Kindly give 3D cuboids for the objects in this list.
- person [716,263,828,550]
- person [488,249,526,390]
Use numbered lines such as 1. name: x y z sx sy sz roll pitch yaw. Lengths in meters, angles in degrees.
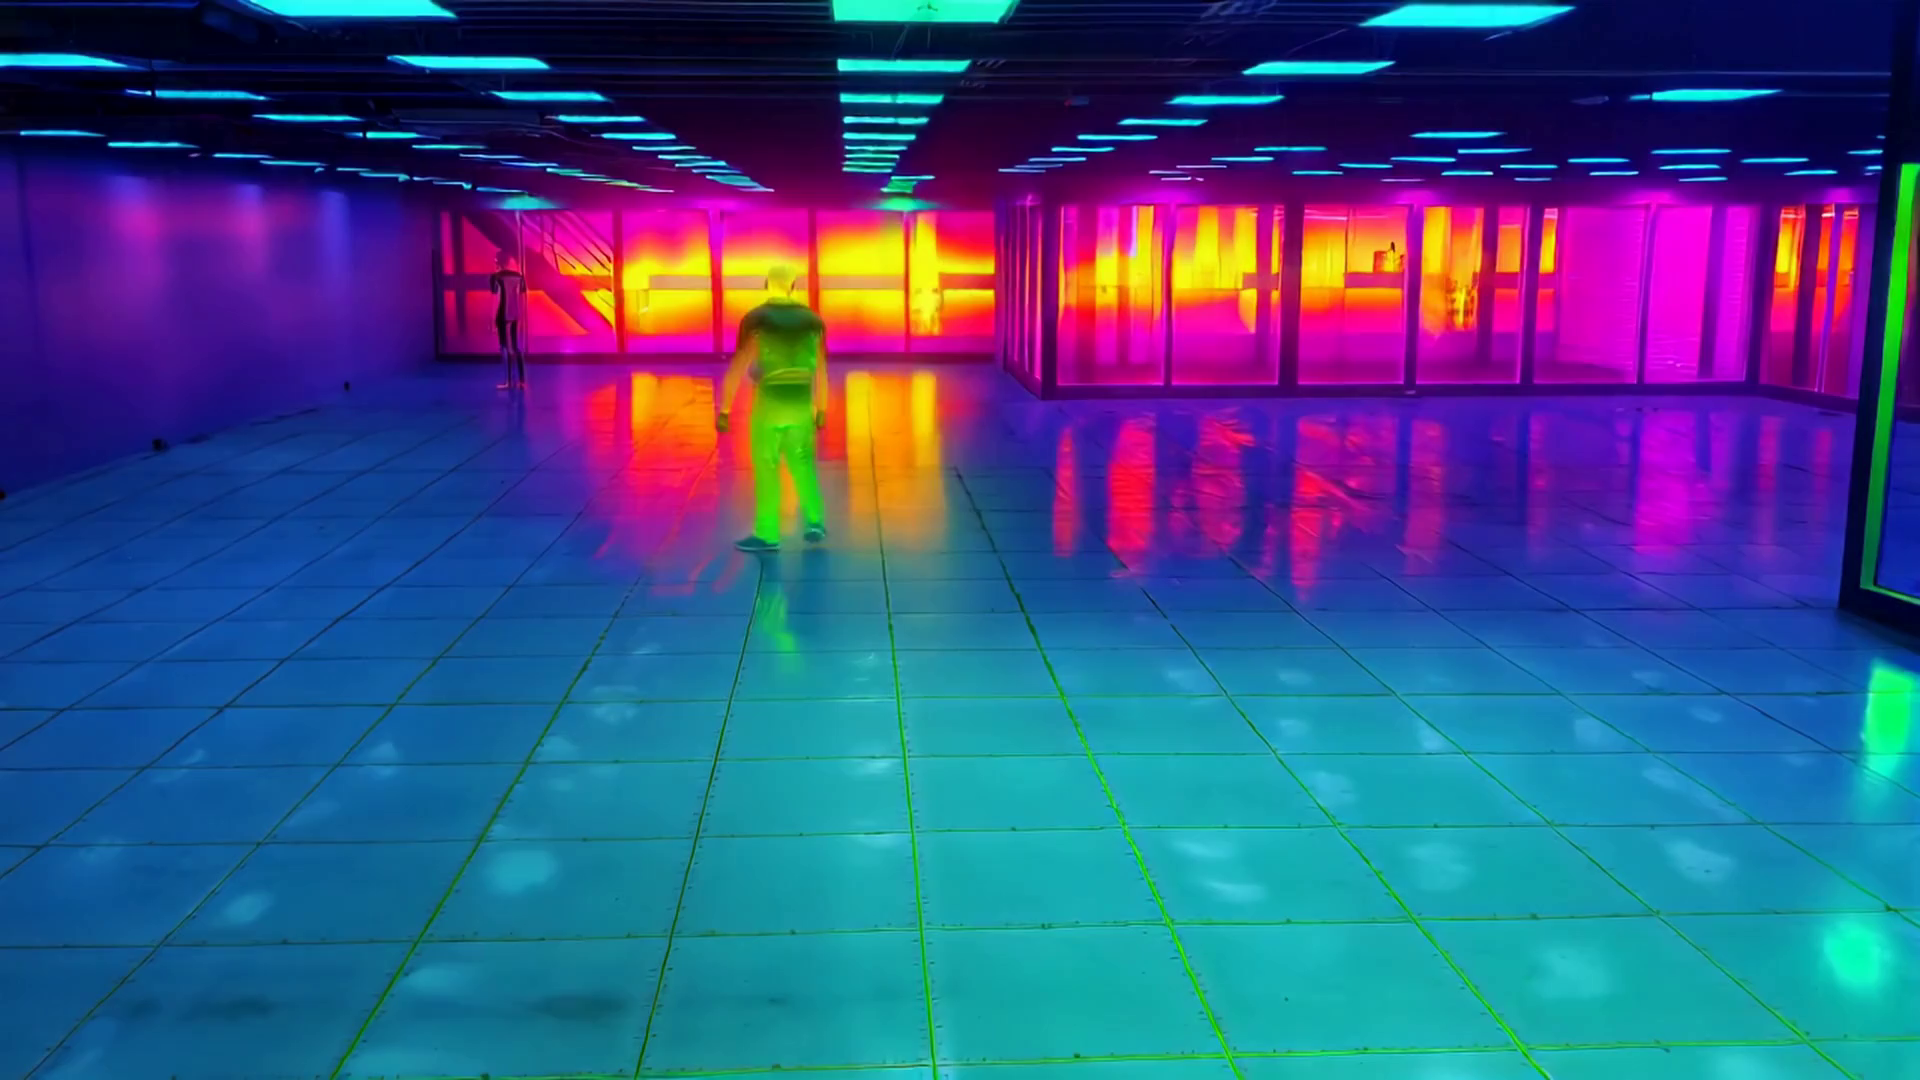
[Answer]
1. person: -1.197 -0.865 10.939 0.802 1.885 0.483 -10 15 -43
2. person: -6.000 -2.907 21.993 0.521 1.865 0.334 -9 14 -41
